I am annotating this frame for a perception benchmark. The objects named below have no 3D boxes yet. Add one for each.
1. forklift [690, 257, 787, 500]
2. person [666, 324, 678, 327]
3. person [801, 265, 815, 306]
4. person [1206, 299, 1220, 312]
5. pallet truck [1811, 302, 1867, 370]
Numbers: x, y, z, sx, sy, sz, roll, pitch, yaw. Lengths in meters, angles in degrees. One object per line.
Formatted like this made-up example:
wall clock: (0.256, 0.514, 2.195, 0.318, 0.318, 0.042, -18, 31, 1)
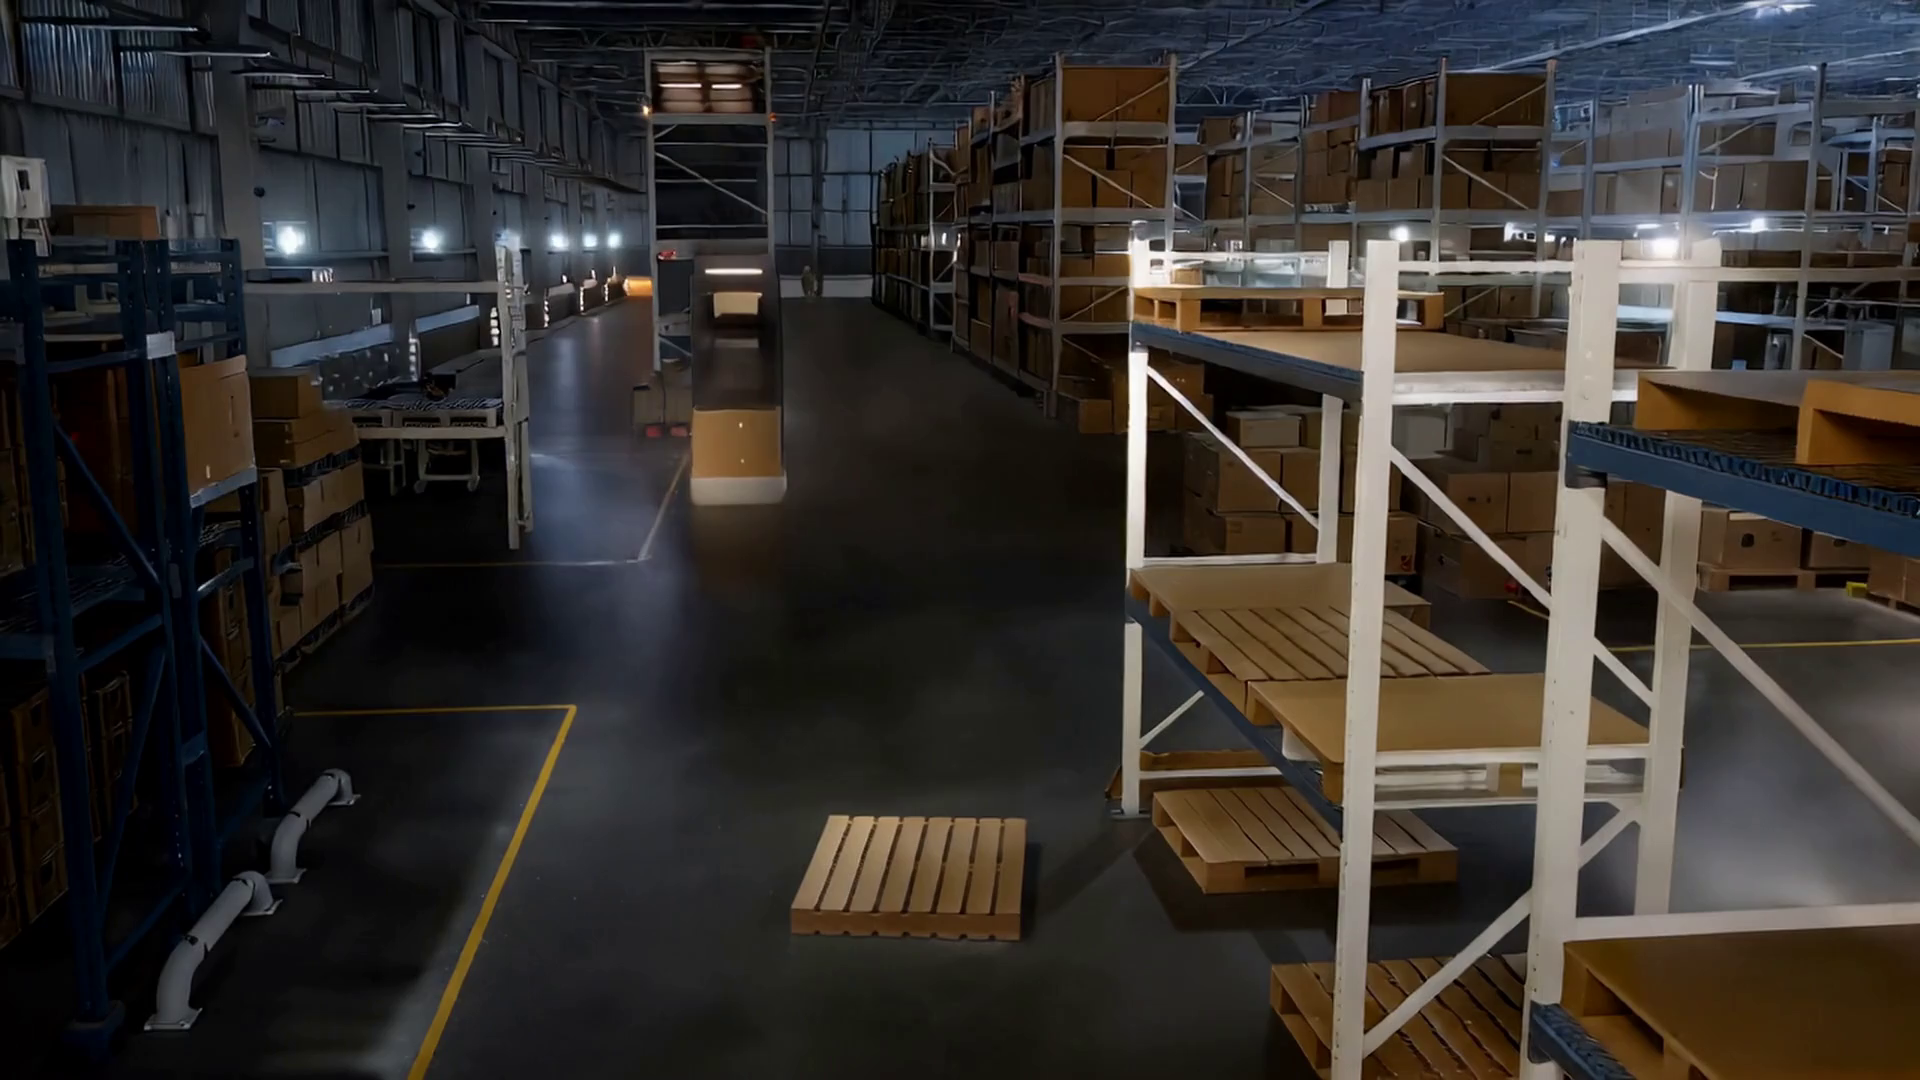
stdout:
forklift: (-2.656, -1.965, 19.823, 1.129, 2.768, 1.873, -1, 10, -6)
person: (-8.343, -6.656, 48.543, 0.554, 1.890, 0.677, 5, 11, 25)
person: (-7.040, -11.798, 77.048, 0.675, 1.900, 0.405, 0, 10, -2)
person: (7.003, -6.066, 45.589, 0.988, 1.775, 0.626, 0, 10, 2)
pallet truck: (15.846, -3.142, 28.793, 1.885, 1.965, 0.823, 2, 10, 12)
